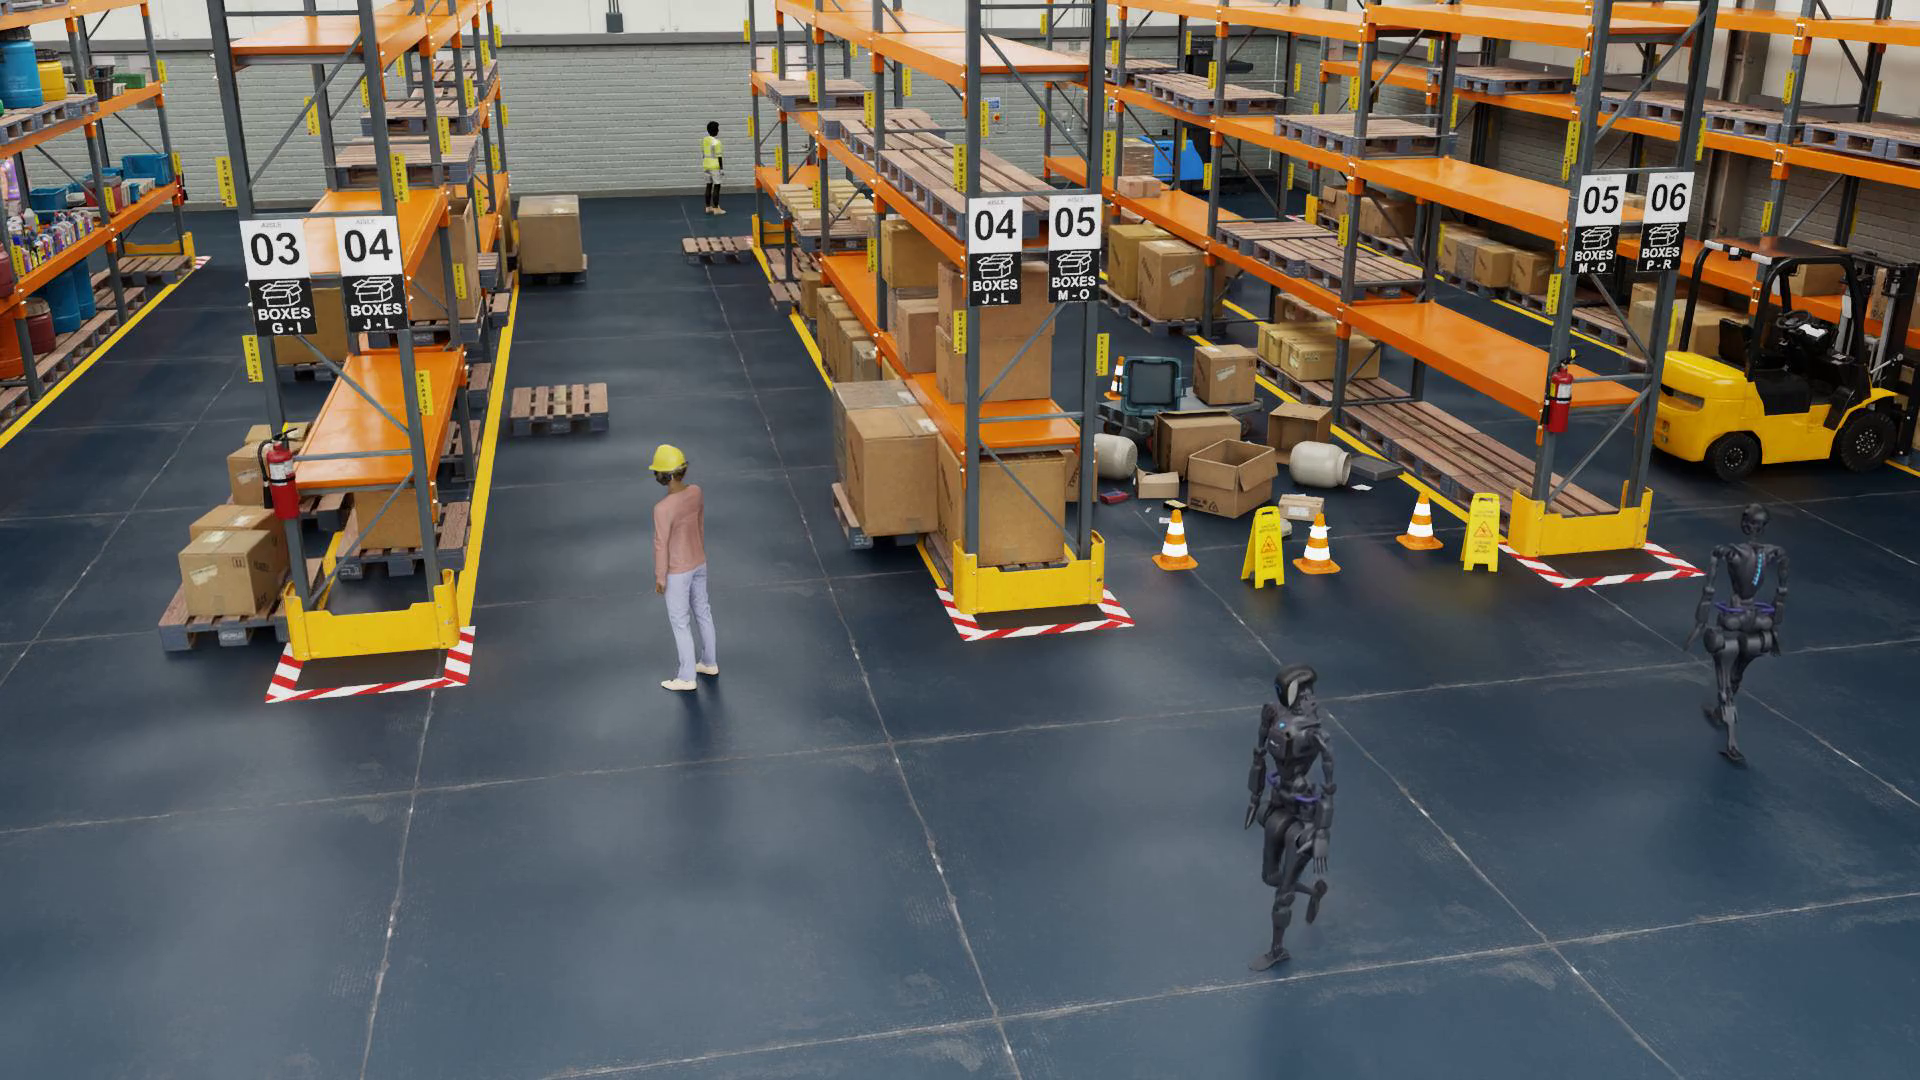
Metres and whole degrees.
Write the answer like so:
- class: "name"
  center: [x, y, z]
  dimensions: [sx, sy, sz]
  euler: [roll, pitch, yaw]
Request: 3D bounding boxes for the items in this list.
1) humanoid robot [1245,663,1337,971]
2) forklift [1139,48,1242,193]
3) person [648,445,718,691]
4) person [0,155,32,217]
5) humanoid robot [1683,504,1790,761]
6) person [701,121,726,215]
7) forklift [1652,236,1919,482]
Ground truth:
- class: "humanoid robot"
  center: [1.745, 1.381, 8.489]
  dimensions: [0.637, 1.640, 0.612]
  euler: [-12, 24, -29]
- class: "forklift"
  center: [4.566, -8.313, 32.860]
  dimensions: [1.873, 2.768, 1.129]
  euler: [-4, 21, -12]
- class: "person"
  center: [-1.956, 0.187, 11.566]
  dimensions: [0.344, 1.761, 0.522]
  euler: [10, 22, 24]
- class: "person"
  center: [-15.370, -5.564, 27.152]
  dimensions: [0.352, 1.688, 0.489]
  euler: [11, 23, 26]
- class: "humanoid robot"
  center: [5.028, 0.569, 10.737]
  dimensions: [0.613, 1.634, 0.787]
  euler: [-1, 20, -2]
- class: "person"
  center: [-4.531, -6.833, 30.564]
  dimensions: [0.539, 1.686, 0.323]
  euler: [18, 27, 39]
- class: "forklift"
  center: [8.013, -1.814, 16.330]
  dimensions: [2.313, 2.155, 1.214]
  euler: [-4, 21, -12]
